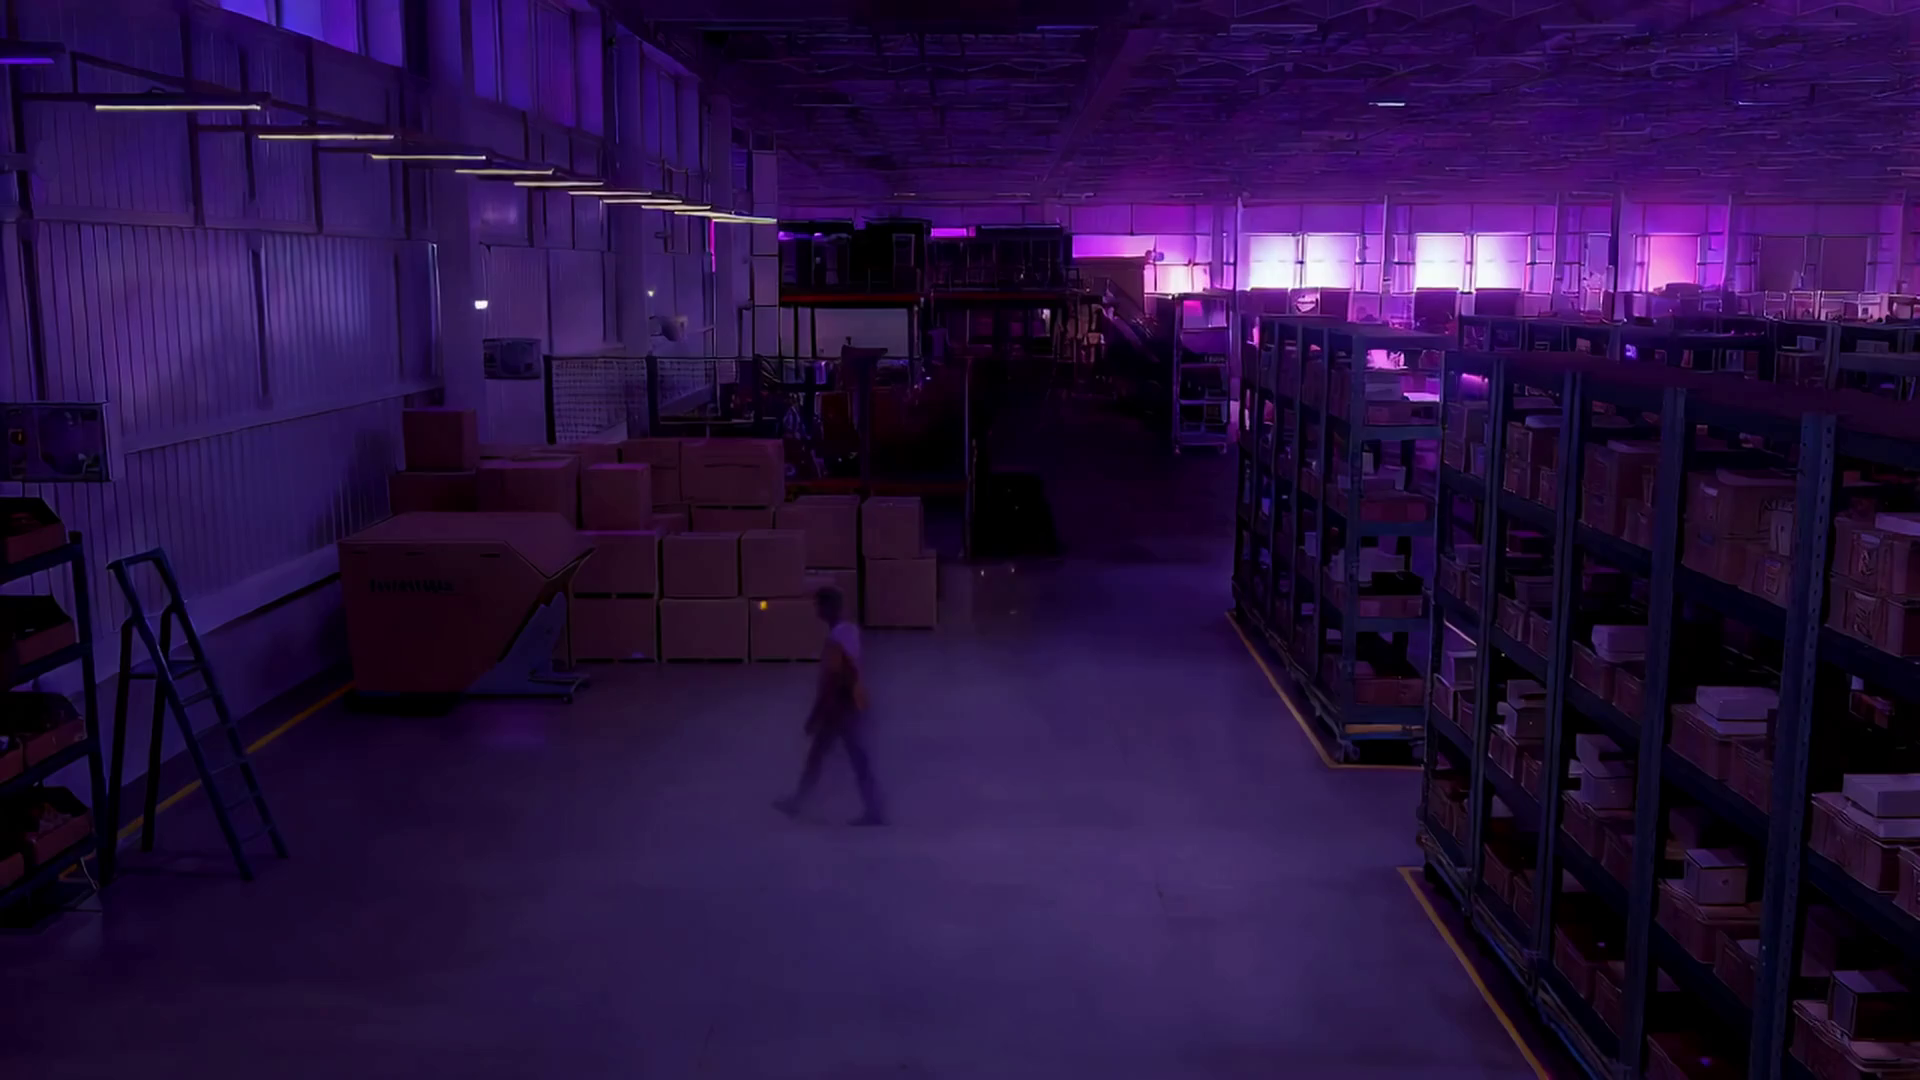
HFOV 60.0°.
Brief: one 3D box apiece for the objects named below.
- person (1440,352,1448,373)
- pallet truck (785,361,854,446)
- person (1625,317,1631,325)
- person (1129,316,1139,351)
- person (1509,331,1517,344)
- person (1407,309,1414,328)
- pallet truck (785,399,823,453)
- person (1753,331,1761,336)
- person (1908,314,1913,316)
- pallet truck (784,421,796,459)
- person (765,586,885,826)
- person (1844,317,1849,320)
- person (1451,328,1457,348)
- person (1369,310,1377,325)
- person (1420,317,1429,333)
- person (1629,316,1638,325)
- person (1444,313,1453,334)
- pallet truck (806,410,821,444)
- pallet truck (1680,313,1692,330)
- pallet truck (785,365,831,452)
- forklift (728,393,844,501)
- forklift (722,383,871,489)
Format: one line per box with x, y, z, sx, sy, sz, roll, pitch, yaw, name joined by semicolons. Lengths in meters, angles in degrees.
14.849;-4.997;50.947;0.889;1.720;0.535;2;9;14;person
-3.410;-3.193;38.978;1.885;1.965;0.823;0;9;-1;pallet truck
31.288;-9.482;78.026;0.597;1.915;0.400;8;12;40;person
8.873;-10.561;84.913;0.633;1.839;0.429;5;11;30;person
20.362;-6.718;60.668;0.644;2.007;0.648;-2;9;-9;person
25.620;-12.199;94.781;0.395;1.919;0.588;8;12;42;person
-3.814;-2.432;36.419;1.630;1.274;0.653;0;9;1;pallet truck
38.156;-9.635;79.639;0.537;1.695;0.320;-6;11;-34;person
48.321;-10.551;84.562;0.627;1.934;0.370;-6;11;-31;person
-4.013;-1.793;32.705;1.601;1.201;0.680;0;9;1;pallet truck
-1.002;1.239;12.273;0.965;1.795;0.572;0;9;-2;person
43.702;-10.041;81.785;0.824;1.817;0.542;9;13;44;person
19.599;-7.520;66.178;0.941;1.835;0.513;8;12;40;person
22.762;-11.686;91.640;0.566;1.906;0.488;-6;11;-34;person
21.336;-9.296;76.628;0.396;1.992;0.623;-4;10;-22;person
34.211;-10.518;84.752;0.835;1.812;0.640;-8;12;-40;person
25.190;-10.767;85.898;0.415;1.940;0.601;-3;10;-16;person
-3.559;-2.018;33.905;1.522;1.261;0.704;0;9;-1;pallet truck
36.315;-10.531;84.244;0.823;1.965;1.885;-6;11;-33;pallet truck
-3.774;-2.976;37.635;1.885;1.965;0.823;1;9;5;pallet truck
-2.979;-1.316;26.476;2.680;1.987;1.157;0;9;1;forklift
-2.893;-1.687;28.729;2.680;1.987;1.157;0;9;-1;forklift
